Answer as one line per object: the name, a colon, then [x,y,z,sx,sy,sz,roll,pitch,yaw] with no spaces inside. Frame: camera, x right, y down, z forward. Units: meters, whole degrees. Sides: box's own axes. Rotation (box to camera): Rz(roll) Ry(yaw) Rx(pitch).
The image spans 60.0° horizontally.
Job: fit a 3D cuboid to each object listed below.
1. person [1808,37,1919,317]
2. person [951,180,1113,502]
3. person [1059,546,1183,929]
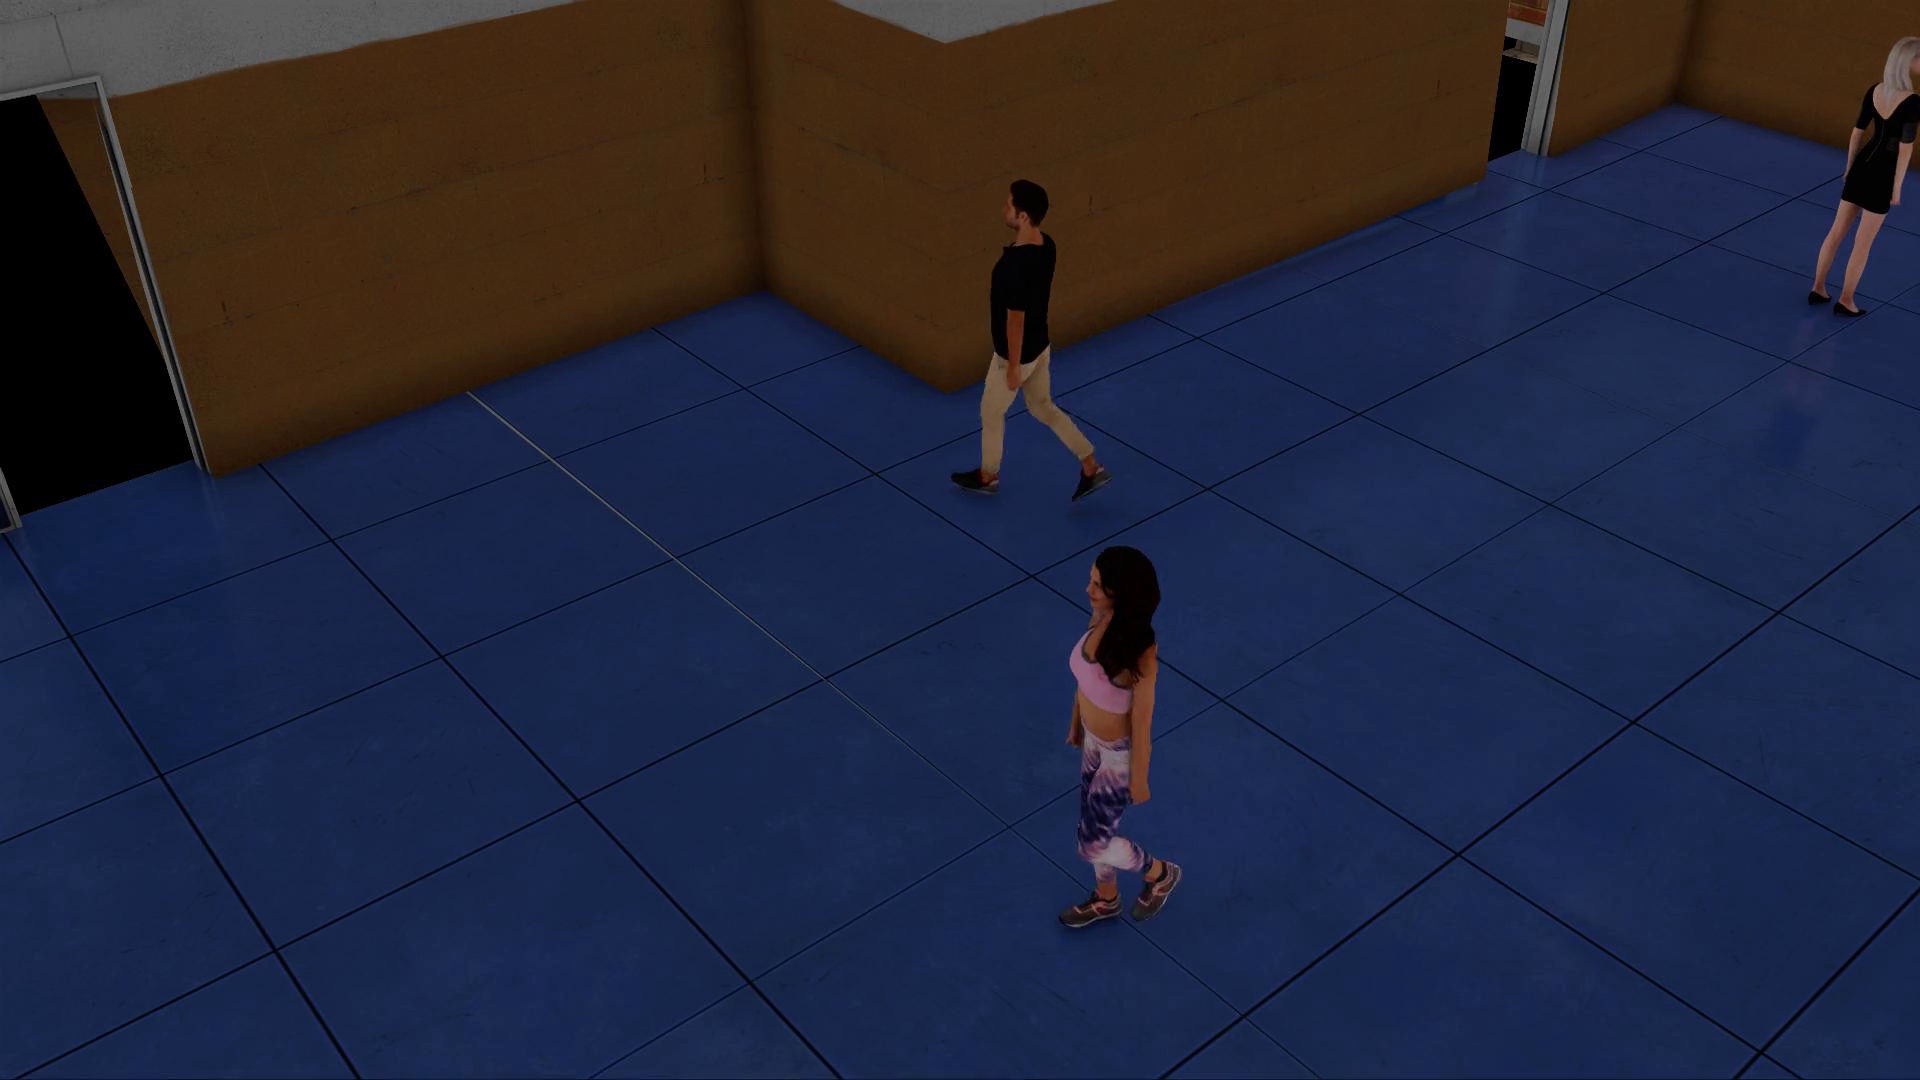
person: [5.927,-2.346,10.808,0.696,1.829,0.548,-13,36,-18]
person: [0.414,-0.974,8.723,1.234,1.831,0.975,15,36,21]
person: [0.649,0.768,6.194,0.782,1.755,0.745,-12,36,-18]
